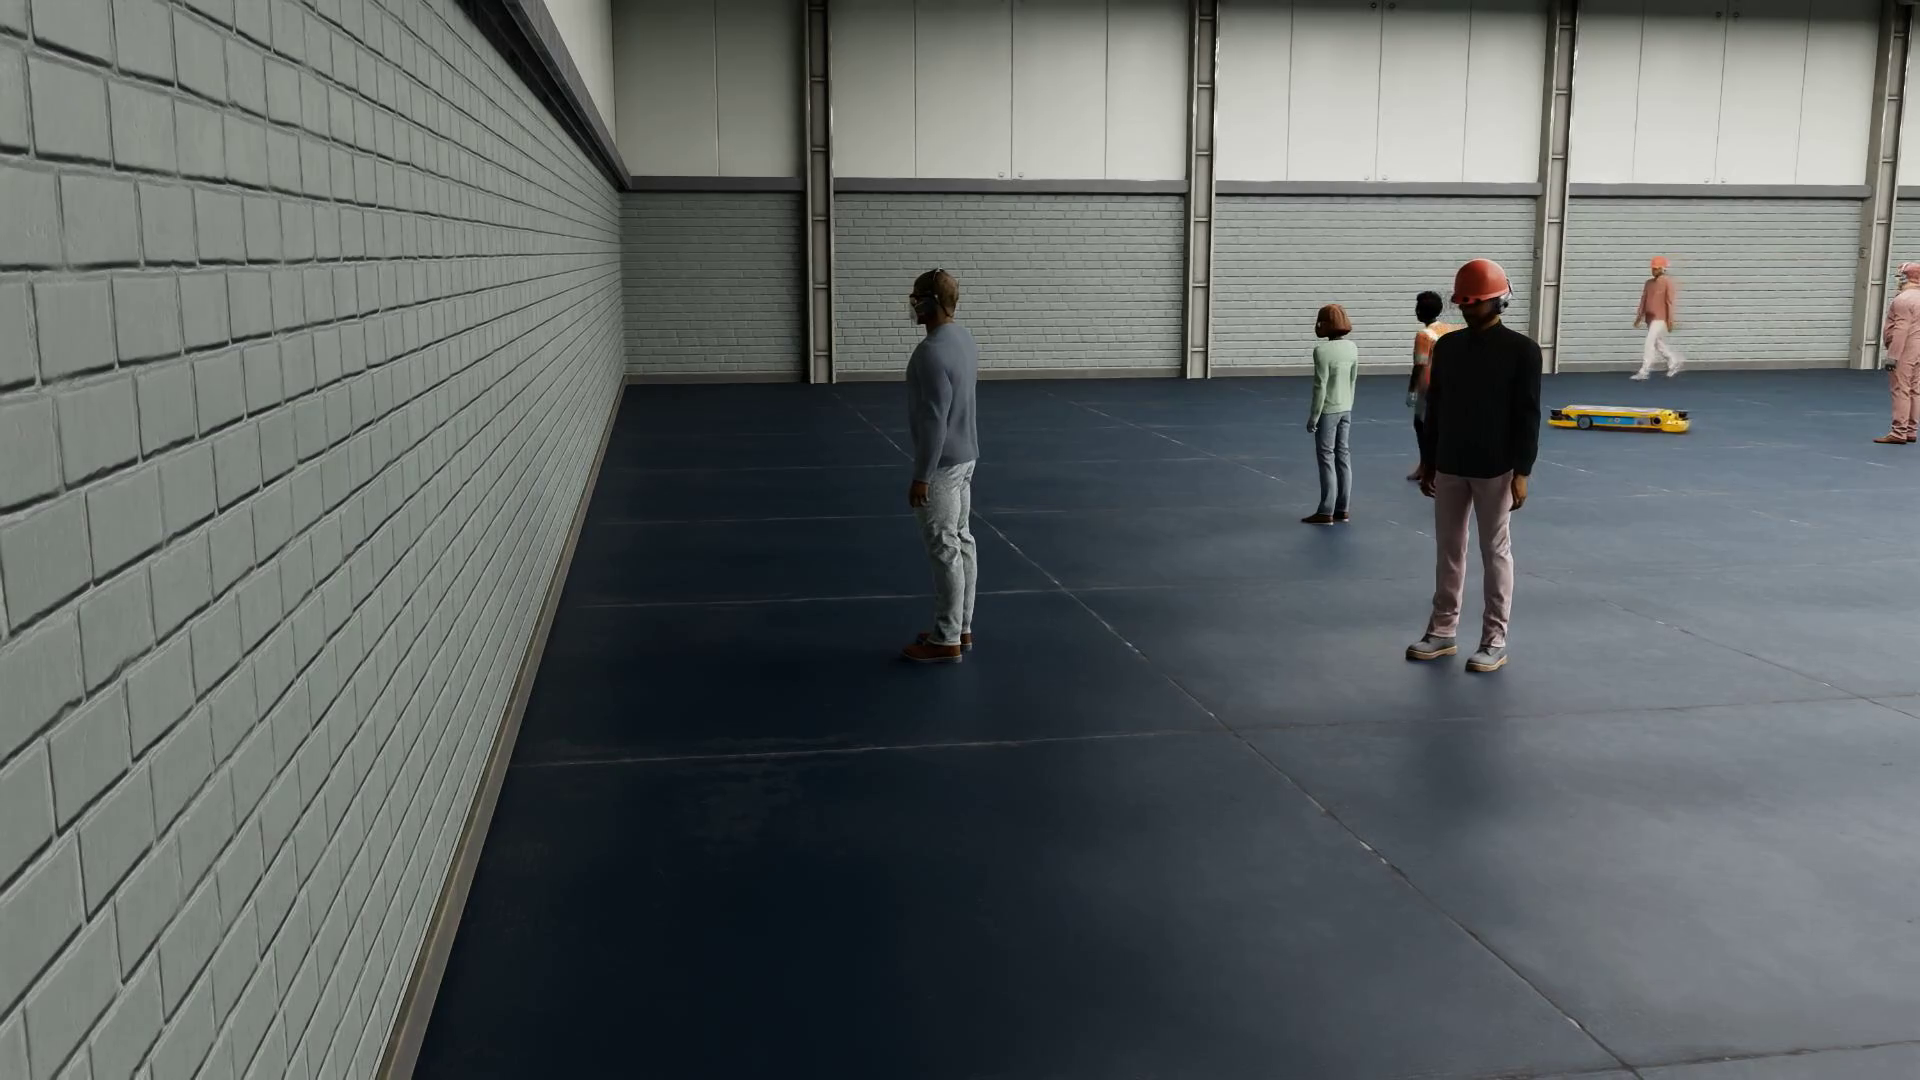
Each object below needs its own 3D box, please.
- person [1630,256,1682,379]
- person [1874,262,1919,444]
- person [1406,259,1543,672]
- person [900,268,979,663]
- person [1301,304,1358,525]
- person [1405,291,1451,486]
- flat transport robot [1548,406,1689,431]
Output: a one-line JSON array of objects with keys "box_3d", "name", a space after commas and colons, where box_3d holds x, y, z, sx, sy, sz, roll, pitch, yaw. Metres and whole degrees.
[{"box_3d": [11.122, -3.526, 26.398, 0.949, 1.968, 0.606, -2, 10, -13], "name": "person"}, {"box_3d": [9.936, -1.961, 17.529, 0.645, 1.905, 0.400, -7, 12, -37], "name": "person"}, {"box_3d": [2.495, -0.361, 8.078, 0.392, 1.986, 0.609, -8, 13, -39], "name": "person"}, {"box_3d": [-0.100, -0.359, 8.203, 0.371, 1.941, 0.627, 3, 10, 16], "name": "person"}, {"box_3d": [2.756, -0.928, 12.360, 0.507, 1.632, 0.276, -10, 14, -44], "name": "person"}, {"box_3d": [4.001, -1.298, 14.323, 0.570, 1.675, 0.561, 8, 12, 37], "name": "person"}, {"box_3d": [7.518, -1.398, 18.983, 1.431, 0.197, 0.652, 5, 11, 28], "name": "flat transport robot"}]
